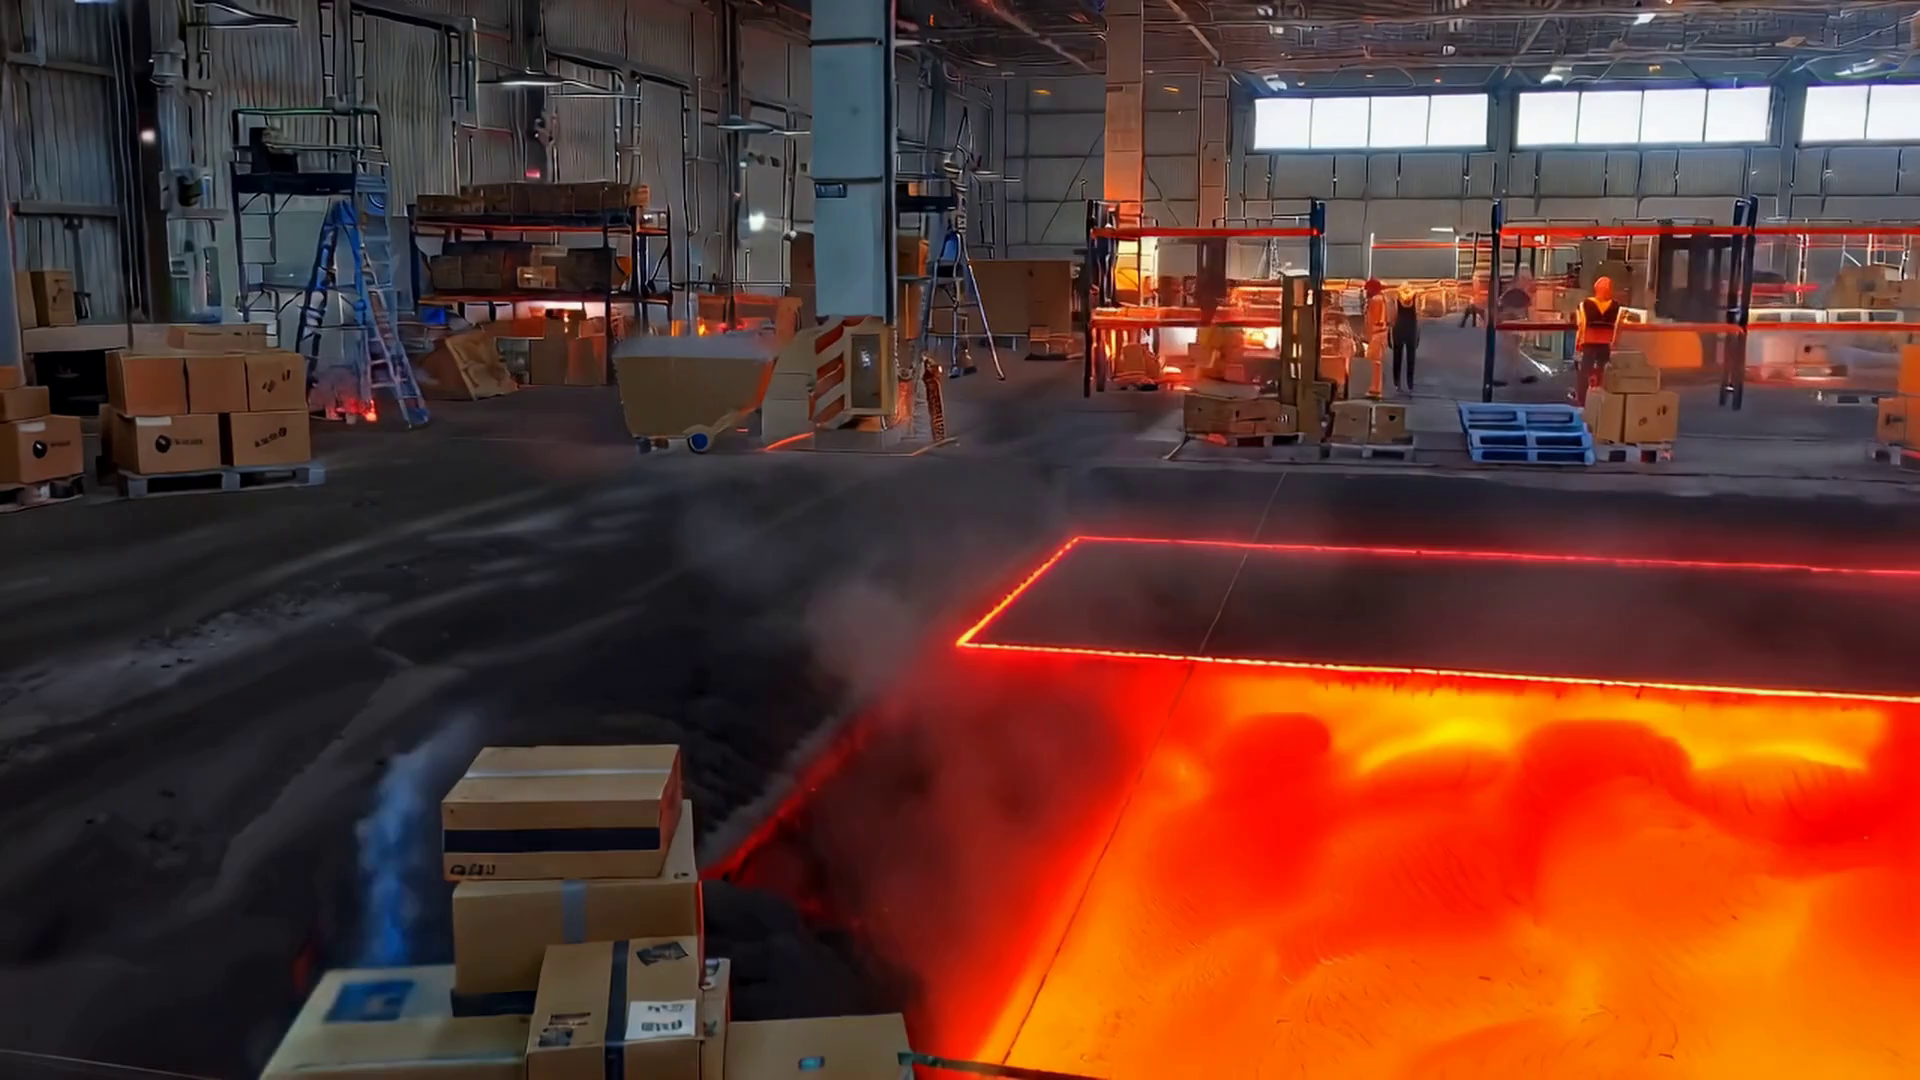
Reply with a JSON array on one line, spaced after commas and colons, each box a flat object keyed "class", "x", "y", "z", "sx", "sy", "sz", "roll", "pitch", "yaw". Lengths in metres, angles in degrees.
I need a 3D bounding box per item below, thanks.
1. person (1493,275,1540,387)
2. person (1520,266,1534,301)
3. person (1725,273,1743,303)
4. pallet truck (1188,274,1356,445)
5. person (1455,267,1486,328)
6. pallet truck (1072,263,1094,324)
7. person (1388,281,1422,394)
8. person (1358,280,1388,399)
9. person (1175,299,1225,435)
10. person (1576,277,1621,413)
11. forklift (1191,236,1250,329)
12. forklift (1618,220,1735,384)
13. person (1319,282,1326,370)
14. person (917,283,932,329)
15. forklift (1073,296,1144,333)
[{"class": "person", "x": 9.431, "y": -3.521, "z": 28.081, "sx": 1.026, "sy": 1.876, "sz": 0.642, "roll": -3, "pitch": 10, "yaw": -17}, {"class": "person", "x": 17.519, "y": -7.490, "z": 51.358, "sx": 0.787, "sy": 1.915, "sz": 0.627, "roll": -3, "pitch": 10, "yaw": -18}, {"class": "person", "x": 15.558, "y": -4.457, "z": 33.609, "sx": 0.492, "sy": 1.872, "sz": 0.595, "roll": 6, "pitch": 11, "yaw": 30}, {"class": "pallet truck", "x": 3.653, "y": -2.138, "z": 19.590, "sx": 1.885, "sy": 1.965, "sz": 0.823, "roll": -4, "pitch": 10, "yaw": -20}, {"class": "person", "x": 15.793, "y": -7.446, "z": 51.193, "sx": 0.996, "sy": 1.884, "sz": 0.543, "roll": -2, "pitch": 10, "yaw": -13}, {"class": "pallet truck", "x": 4.325, "y": -8.180, "z": 55.162, "sx": 0.823, "sy": 1.965, "sz": 1.885, "roll": 6, "pitch": 11, "yaw": 31}, {"class": "person", "x": 7.082, "y": -3.206, "z": 26.472, "sx": 0.530, "sy": 1.792, "sz": 1.014, "roll": 1, "pitch": 10, "yaw": 5}, {"class": "person", "x": 6.376, "y": -3.092, "z": 25.717, "sx": 0.431, "sy": 1.835, "sz": 0.620, "roll": 5, "pitch": 11, "yaw": 26}, {"class": "person", "x": 2.934, "y": -2.079, "z": 20.190, "sx": 0.688, "sy": 1.673, "sz": 0.537, "roll": -4, "pitch": 10, "yaw": -22}, {"class": "person", "x": 8.941, "y": -2.728, "z": 23.339, "sx": 0.586, "sy": 1.910, "sz": 0.395, "roll": 1, "pitch": 10, "yaw": 5}, {"class": "forklift", "x": 7.805, "y": -7.847, "z": 50.605, "sx": 1.873, "sy": 2.768, "sz": 1.129, "roll": -2, "pitch": 10, "yaw": -12}, {"class": "forklift", "x": 12.440, "y": -4.144, "z": 28.802, "sx": 1.873, "sy": 2.768, "sz": 1.129, "roll": -4, "pitch": 10, "yaw": -20}, {"class": "person", "x": 6.886, "y": -4.127, "z": 32.064, "sx": 0.485, "sy": 1.739, "sz": 0.319, "roll": -9, "pitch": 13, "yaw": -42}, {"class": "person", "x": -1.019, "y": -7.365, "z": 50.577, "sx": 0.544, "sy": 1.930, "sz": 0.389, "roll": -4, "pitch": 11, "yaw": -24}, {"class": "forklift", "x": 4.260, "y": -7.282, "z": 47.279, "sx": 1.873, "sy": 2.768, "sz": 1.129, "roll": 2, "pitch": 10, "yaw": 14}]
